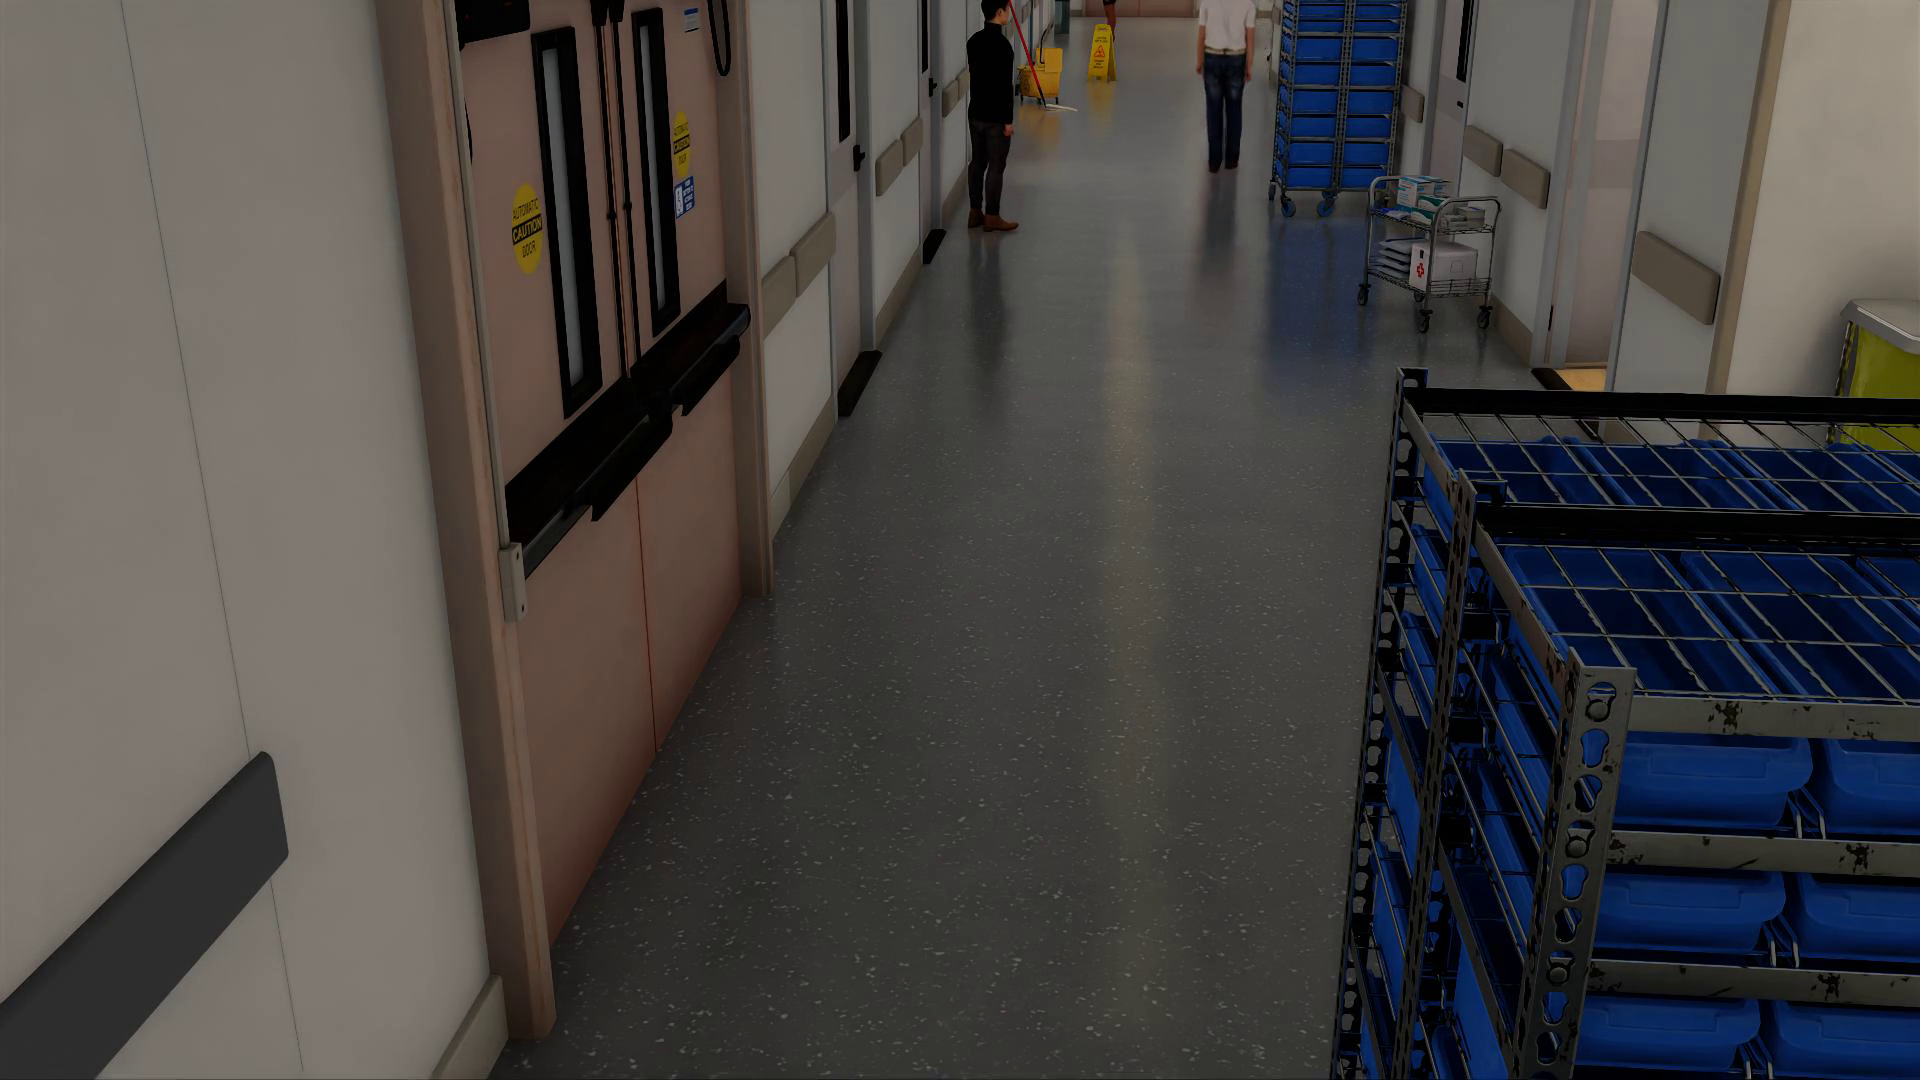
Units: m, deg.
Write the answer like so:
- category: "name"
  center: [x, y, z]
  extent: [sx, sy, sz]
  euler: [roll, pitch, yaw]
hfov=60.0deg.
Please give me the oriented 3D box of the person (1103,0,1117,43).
- category: "person"
  center: [2.635, -9.559, 29.261]
  extent: [0.682, 1.641, 0.584]
  euler: [7, 22, 18]

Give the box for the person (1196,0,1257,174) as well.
- category: "person"
  center: [2.373, -4.254, 14.963]
  extent: [0.680, 1.848, 0.781]
  euler: [3, 21, 8]

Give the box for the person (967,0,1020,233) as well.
- category: "person"
  center: [0.220, -3.157, 12.245]
  extent: [0.775, 1.722, 0.696]
  euler: [-14, 25, -33]
